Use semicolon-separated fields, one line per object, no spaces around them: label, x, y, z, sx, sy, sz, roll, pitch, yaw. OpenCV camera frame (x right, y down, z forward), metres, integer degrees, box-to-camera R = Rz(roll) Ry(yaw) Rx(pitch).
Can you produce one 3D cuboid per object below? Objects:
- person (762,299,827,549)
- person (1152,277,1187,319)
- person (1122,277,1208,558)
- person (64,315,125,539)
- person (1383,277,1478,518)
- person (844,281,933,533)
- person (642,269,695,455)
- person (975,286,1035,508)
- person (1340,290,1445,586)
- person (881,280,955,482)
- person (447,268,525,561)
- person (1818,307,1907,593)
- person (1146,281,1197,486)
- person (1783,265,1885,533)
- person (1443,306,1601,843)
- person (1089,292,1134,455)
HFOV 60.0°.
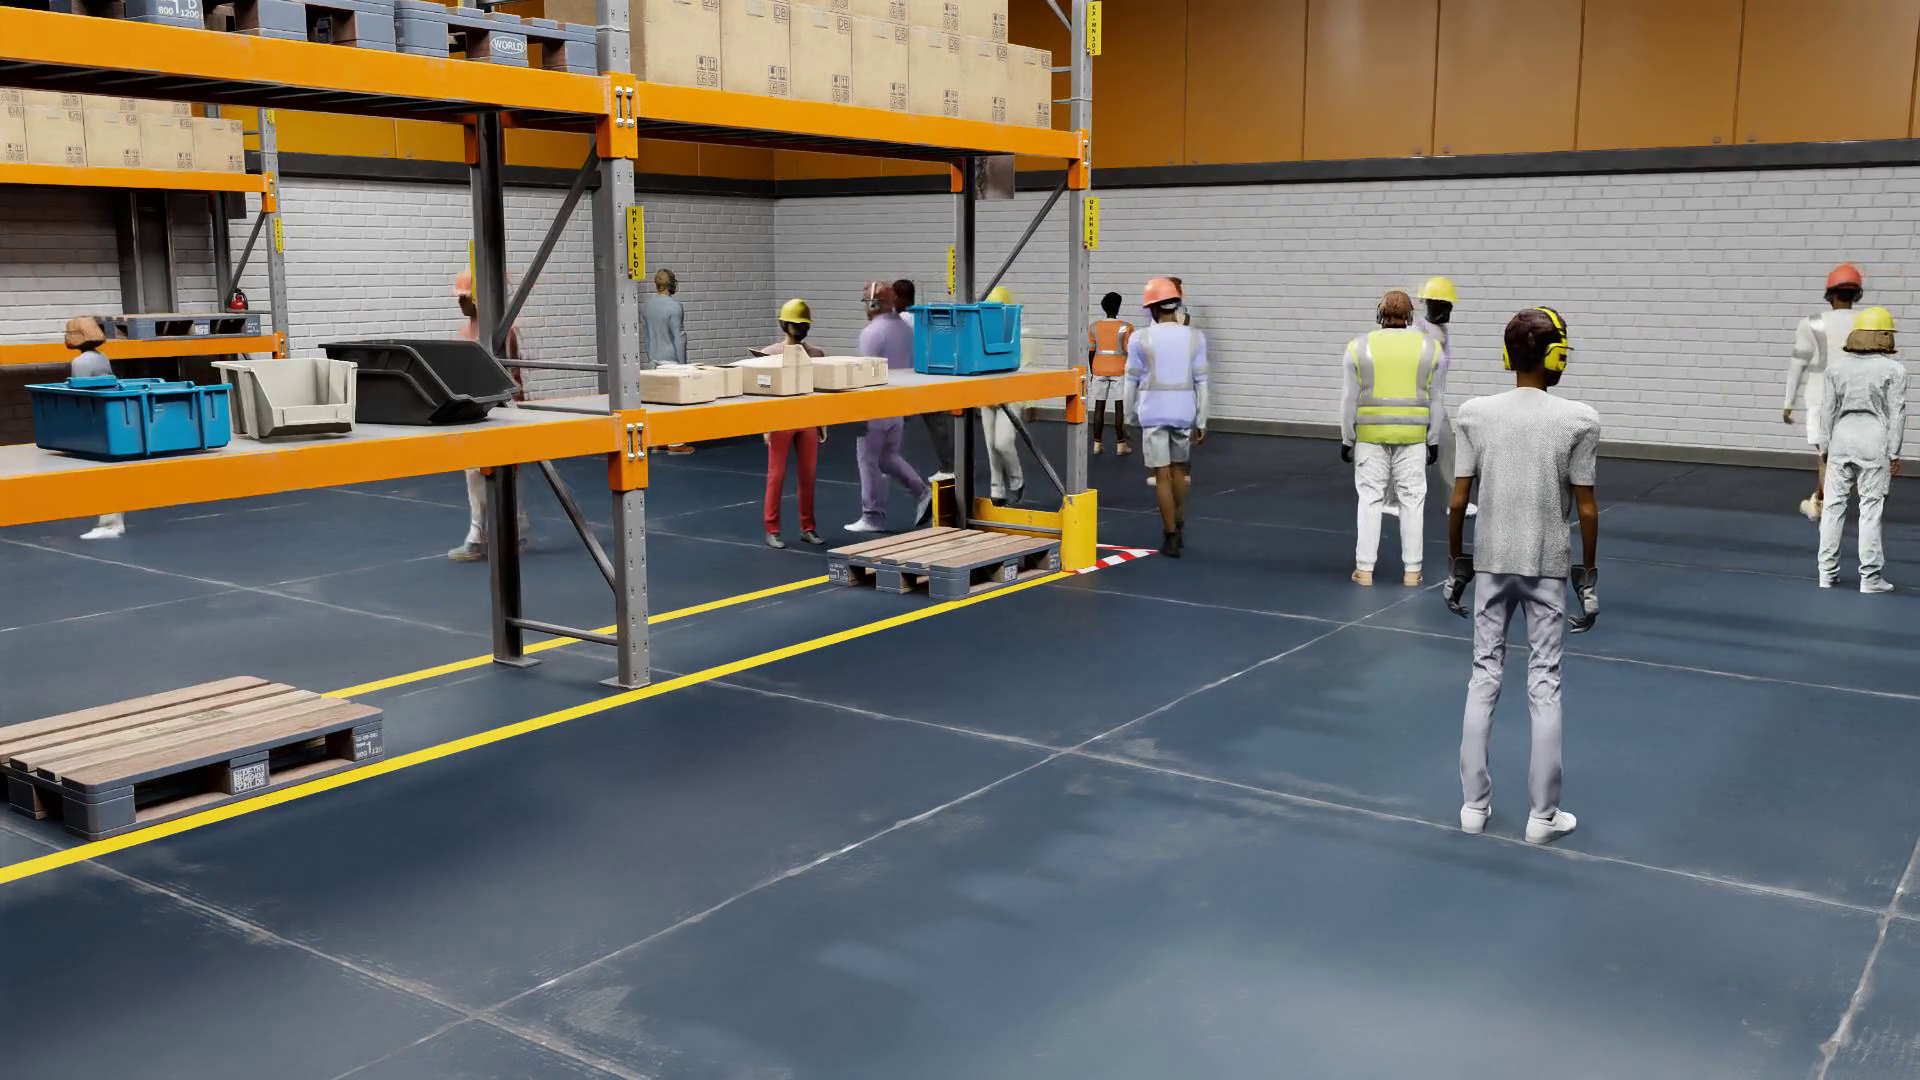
person;-1.162;-0.817;11.759;0.533;1.760;0.343;-6;11;-33
person;2.450;-2.125;19.293;0.483;1.831;0.606;-6;11;-32
person;1.391;-0.856;11.541;0.553;1.900;0.799;-2;10;-10
person;-6.329;-0.823;12.150;0.264;1.632;0.507;-1;10;-8
person;3.716;-1.078;12.917;0.917;1.887;0.596;9;13;43
person;-0.534;-0.970;12.302;0.615;1.882;0.652;5;11;27
person;-3.058;-1.856;17.398;0.633;1.940;0.368;9;13;42
person;0.321;-1.132;13.430;0.621;1.818;0.426;8;12;39
person;2.684;-0.629;10.380;0.626;1.843;0.430;1;10;9
person;-0.451;-1.452;15.248;1.055;1.849;0.618;7;12;34
person;-3.303;-0.839;11.228;0.774;1.968;0.659;-9;13;-43
person;5.537;-0.551;10.215;0.313;1.740;0.486;-7;12;-38
person;1.898;-1.398;14.945;0.517;1.843;0.325;-6;12;-34
person;6.597;-1.073;12.600;0.626;1.987;1.036;2;10;10
person;1.967;0.124;5.823;0.532;1.865;0.311;6;11;31
person;1.585;-1.738;17.402;0.537;1.700;0.318;4;10;23
